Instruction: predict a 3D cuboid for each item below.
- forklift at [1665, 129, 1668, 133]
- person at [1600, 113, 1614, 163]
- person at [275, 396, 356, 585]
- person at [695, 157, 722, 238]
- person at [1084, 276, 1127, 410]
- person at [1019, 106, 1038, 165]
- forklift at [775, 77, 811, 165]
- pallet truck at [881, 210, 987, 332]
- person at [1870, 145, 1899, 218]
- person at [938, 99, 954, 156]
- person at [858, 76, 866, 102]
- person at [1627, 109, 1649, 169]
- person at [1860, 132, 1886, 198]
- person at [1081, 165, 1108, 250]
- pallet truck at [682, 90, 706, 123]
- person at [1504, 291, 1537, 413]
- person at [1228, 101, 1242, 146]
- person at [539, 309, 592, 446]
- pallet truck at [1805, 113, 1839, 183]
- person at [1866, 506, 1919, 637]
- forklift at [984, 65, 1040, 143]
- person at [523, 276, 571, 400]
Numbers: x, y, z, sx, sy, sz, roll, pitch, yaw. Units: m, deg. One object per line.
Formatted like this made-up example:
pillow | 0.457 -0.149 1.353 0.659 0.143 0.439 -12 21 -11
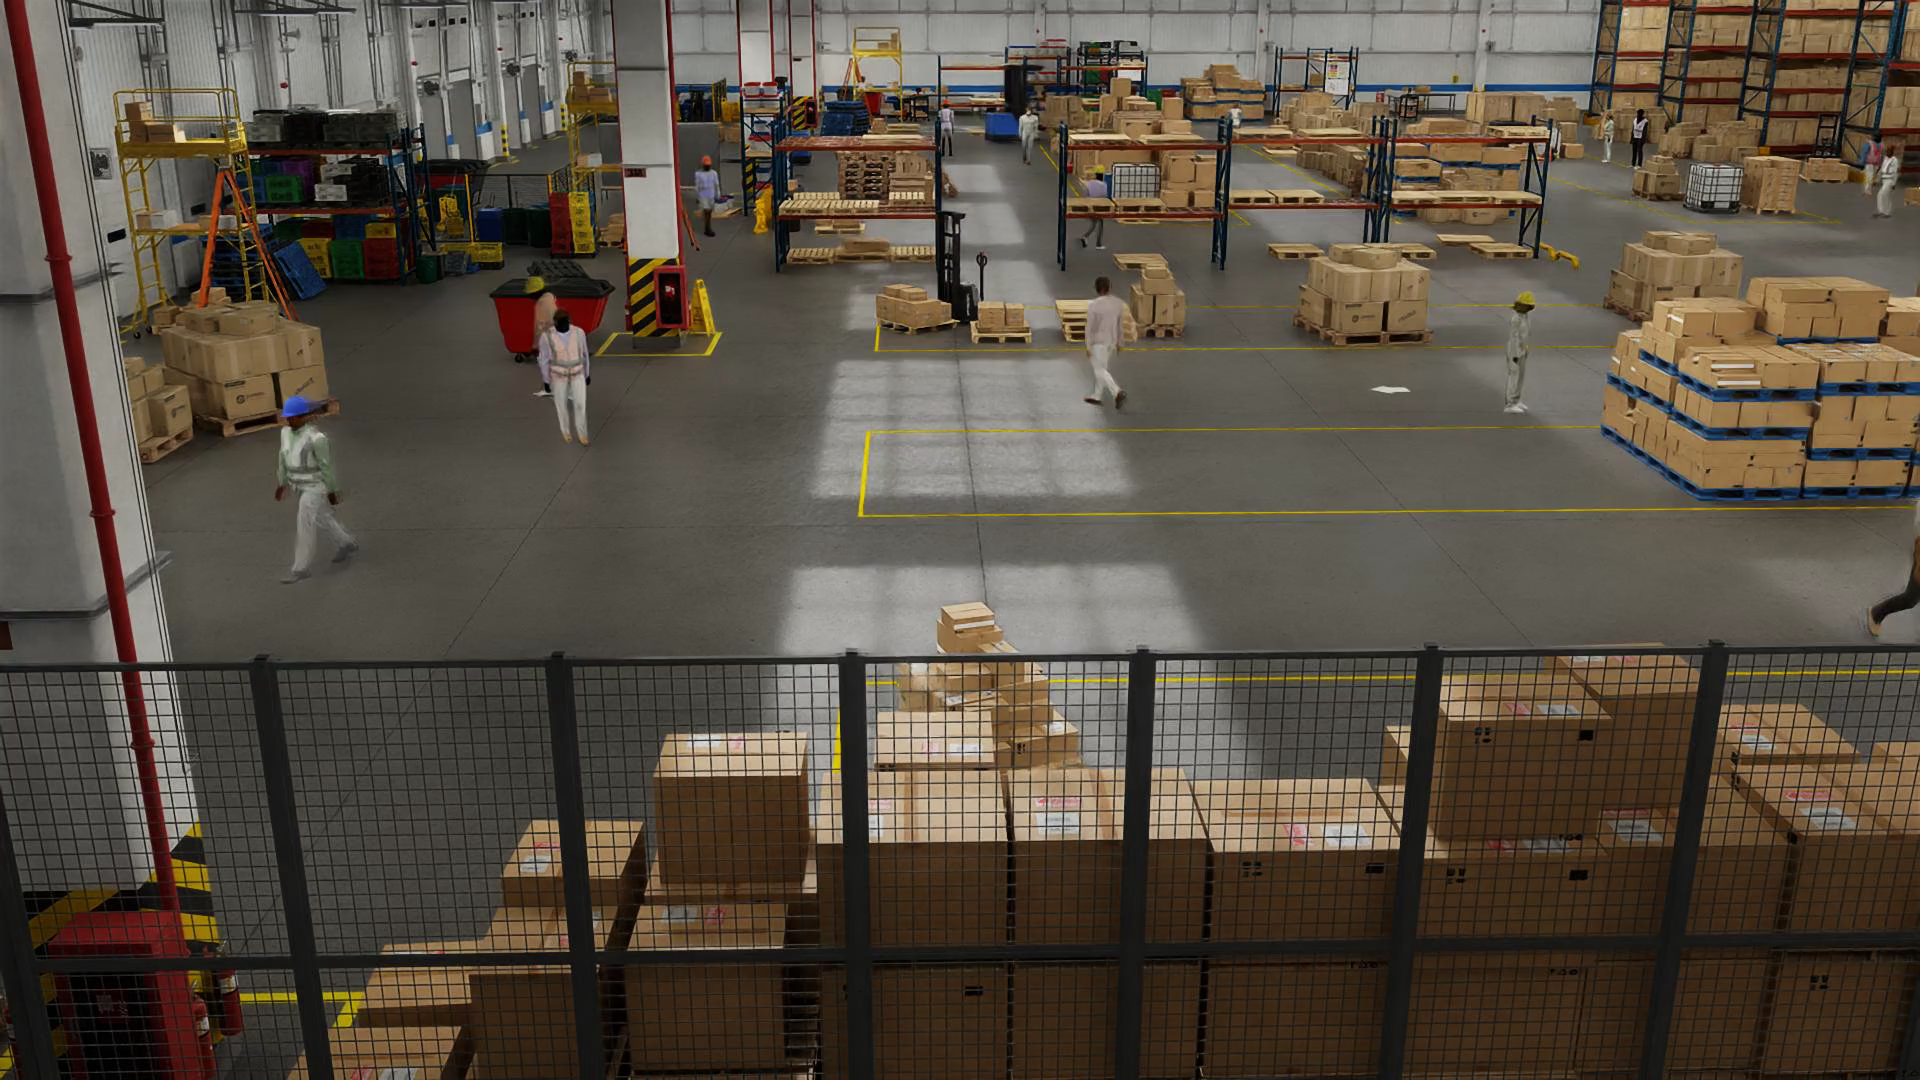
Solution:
forklift | 29.065 -17.654 66.244 1.873 2.768 1.129 -1 19 -2
person | 21.795 -13.524 55.922 0.314 1.629 0.509 1 19 2
person | -6.685 -0.577 17.116 0.607 1.905 1.012 13 23 34
person | -5.975 -8.157 39.587 0.562 1.885 0.973 -9 21 -26
person | 2.094 -2.790 23.652 0.636 1.915 0.834 -14 23 -36
person | 2.270 -13.381 55.038 0.627 1.925 0.428 1 19 3
forklift | -5.920 -13.893 55.085 1.873 2.768 1.129 -1 19 -1
pallet truck | -0.493 -4.759 29.349 1.885 1.965 0.823 -13 23 -34
person | 23.760 -9.203 42.755 0.696 1.856 0.587 3 19 7
person | -0.483 -14.353 57.901 0.543 1.940 0.361 -1 19 -3
person | -4.238 -19.094 71.993 0.379 1.932 0.623 -1 19 -4
person | 22.061 -13.028 54.023 0.383 1.909 0.593 -7 20 -20
person | 25.784 -10.561 46.829 0.640 1.819 0.714 -5 19 -13
person | 3.075 -7.522 37.682 0.543 1.913 0.595 -15 24 -38
pallet truck | -9.671 -15.907 62.421 0.823 1.965 1.885 5 19 15
person | 7.928 -2.669 23.558 0.352 1.732 0.503 15 24 38
person | 10.121 -15.349 61.357 0.521 1.618 0.709 6 20 18
person | -5.125 -2.106 21.762 0.659 1.808 0.887 -8 20 -22
pallet truck | 26.403 -11.957 50.702 0.823 1.965 1.885 6 19 16
person | 8.720 0.169 15.011 0.519 1.824 0.825 -5 19 -16
forklift | 1.948 -16.471 62.733 1.873 2.768 1.129 -7 20 -19
person | -6.020 -2.923 24.102 0.652 1.863 0.677 0 19 -1
